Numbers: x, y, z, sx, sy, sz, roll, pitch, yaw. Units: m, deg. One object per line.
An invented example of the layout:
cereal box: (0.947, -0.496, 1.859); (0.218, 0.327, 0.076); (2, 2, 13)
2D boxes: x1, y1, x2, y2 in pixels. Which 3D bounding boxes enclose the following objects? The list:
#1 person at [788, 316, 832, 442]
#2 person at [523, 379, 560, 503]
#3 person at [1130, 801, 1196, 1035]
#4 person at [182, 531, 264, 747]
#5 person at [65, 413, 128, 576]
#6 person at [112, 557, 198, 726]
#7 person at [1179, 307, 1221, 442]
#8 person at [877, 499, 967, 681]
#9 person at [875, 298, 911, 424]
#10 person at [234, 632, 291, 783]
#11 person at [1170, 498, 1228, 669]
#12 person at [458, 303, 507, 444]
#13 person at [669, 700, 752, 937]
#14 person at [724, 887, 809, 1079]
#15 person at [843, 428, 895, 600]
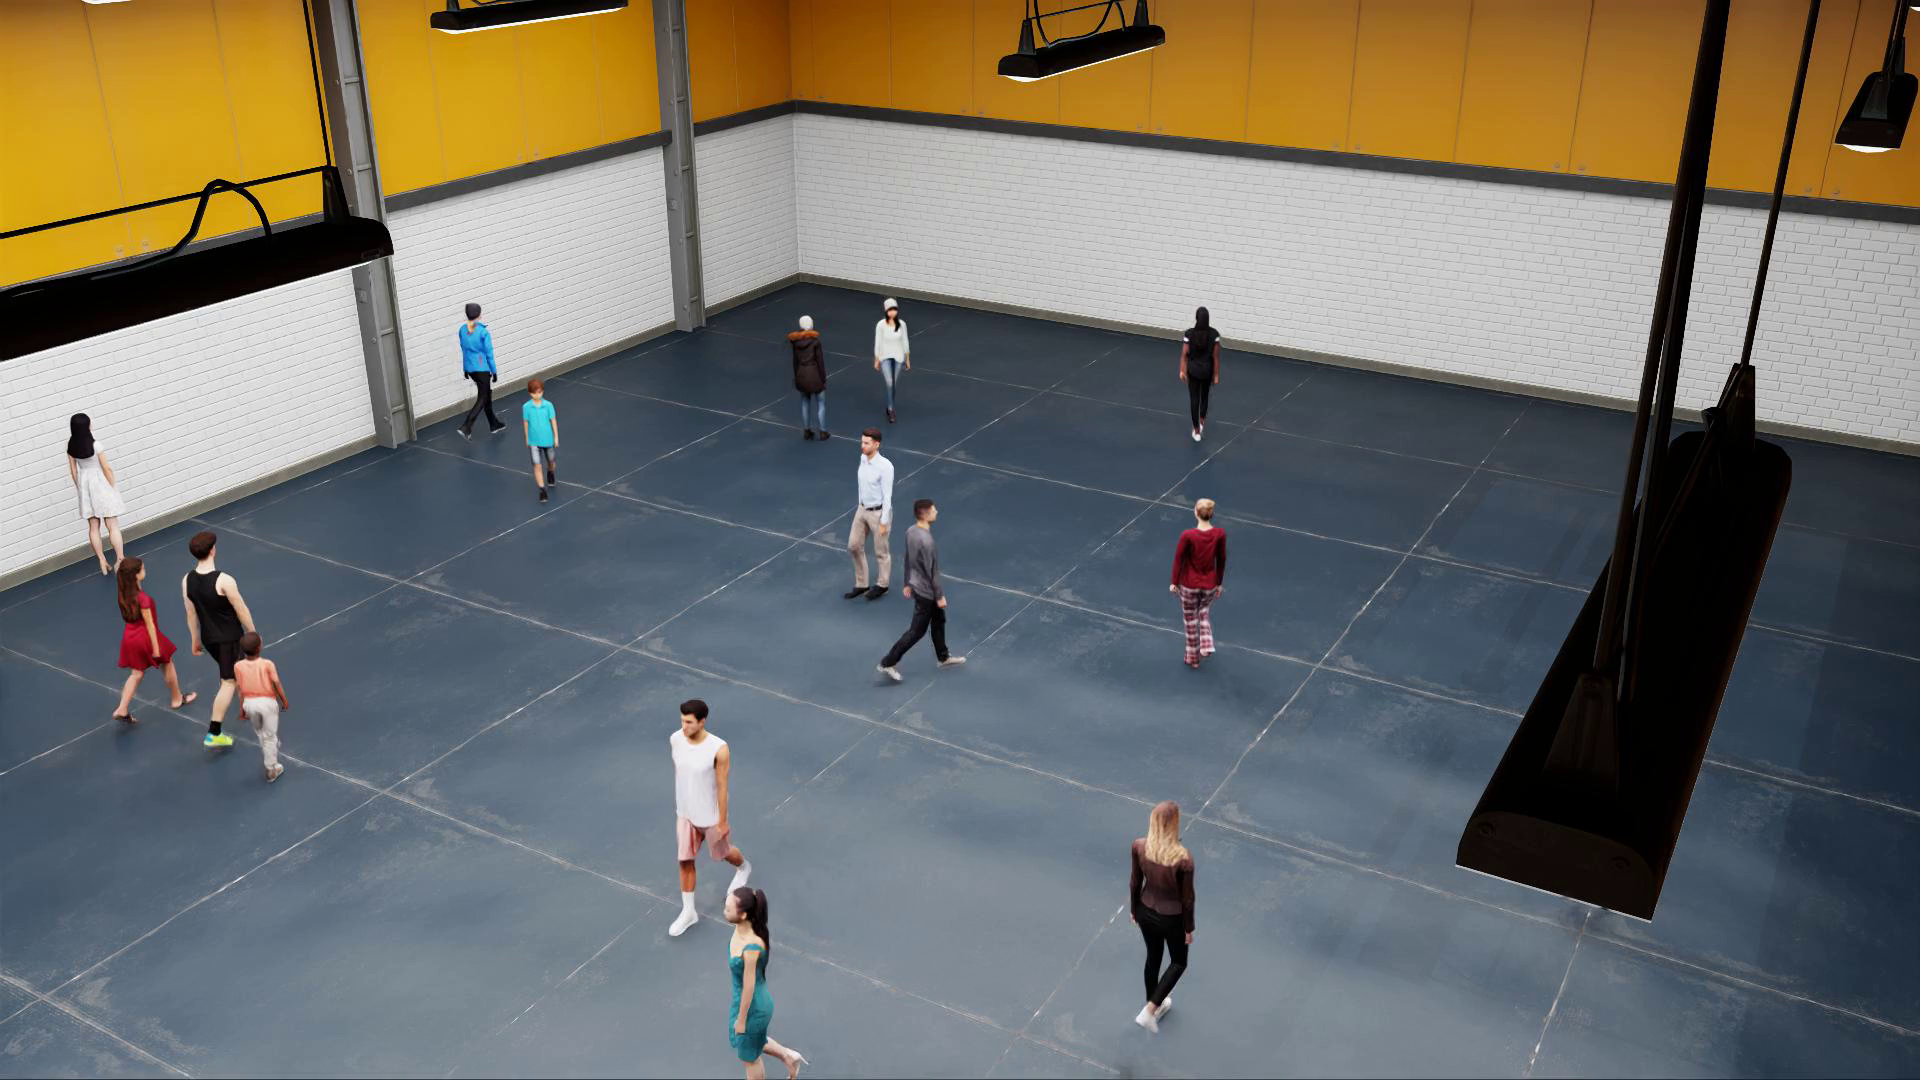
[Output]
person: (-1.930, -2.040, 21.113); (0.689, 1.631, 0.653); (10, 26, 22)
person: (-4.907, -1.209, 19.469); (0.904, 1.425, 0.950); (-7, 25, -16)
person: (1.268, 2.473, 10.707); (0.650, 1.696, 0.799); (16, 28, 32)
person: (-6.316, 0.878, 14.160); (0.868, 1.852, 1.259); (7, 24, 15)
person: (-9.017, -0.481, 17.368); (0.759, 1.774, 0.784); (1, 24, 3)
person: (-7.197, 0.895, 14.524); (0.603, 1.531, 1.021); (10, 25, 21)
person: (3.056, -2.089, 21.123); (0.874, 1.712, 0.997); (0, 24, 1)
person: (-0.403, 0.487, 15.201); (1.191, 1.736, 1.070); (-8, 25, -18)
person: (-0.923, -2.400, 21.932); (0.838, 1.634, 0.891); (-8, 25, -17)
person: (-5.774, 1.390, 13.688); (0.718, 1.294, 0.844); (-1, 24, -2)
person: (2.239, 0.428, 15.392); (0.764, 1.691, 0.827); (-7, 25, -15)
person: (-6.140, -2.091, 21.053); (0.668, 1.771, 1.137); (12, 26, 25)
person: (-1.779, 1.908, 11.930); (0.666, 1.753, 1.107); (12, 26, 25)
person: (-1.181, 2.789, 10.007); (0.825, 1.677, 0.754); (-7, 25, -16)
person: (-0.812, -0.278, 16.837); (0.749, 1.828, 0.811); (21, 31, 39)
